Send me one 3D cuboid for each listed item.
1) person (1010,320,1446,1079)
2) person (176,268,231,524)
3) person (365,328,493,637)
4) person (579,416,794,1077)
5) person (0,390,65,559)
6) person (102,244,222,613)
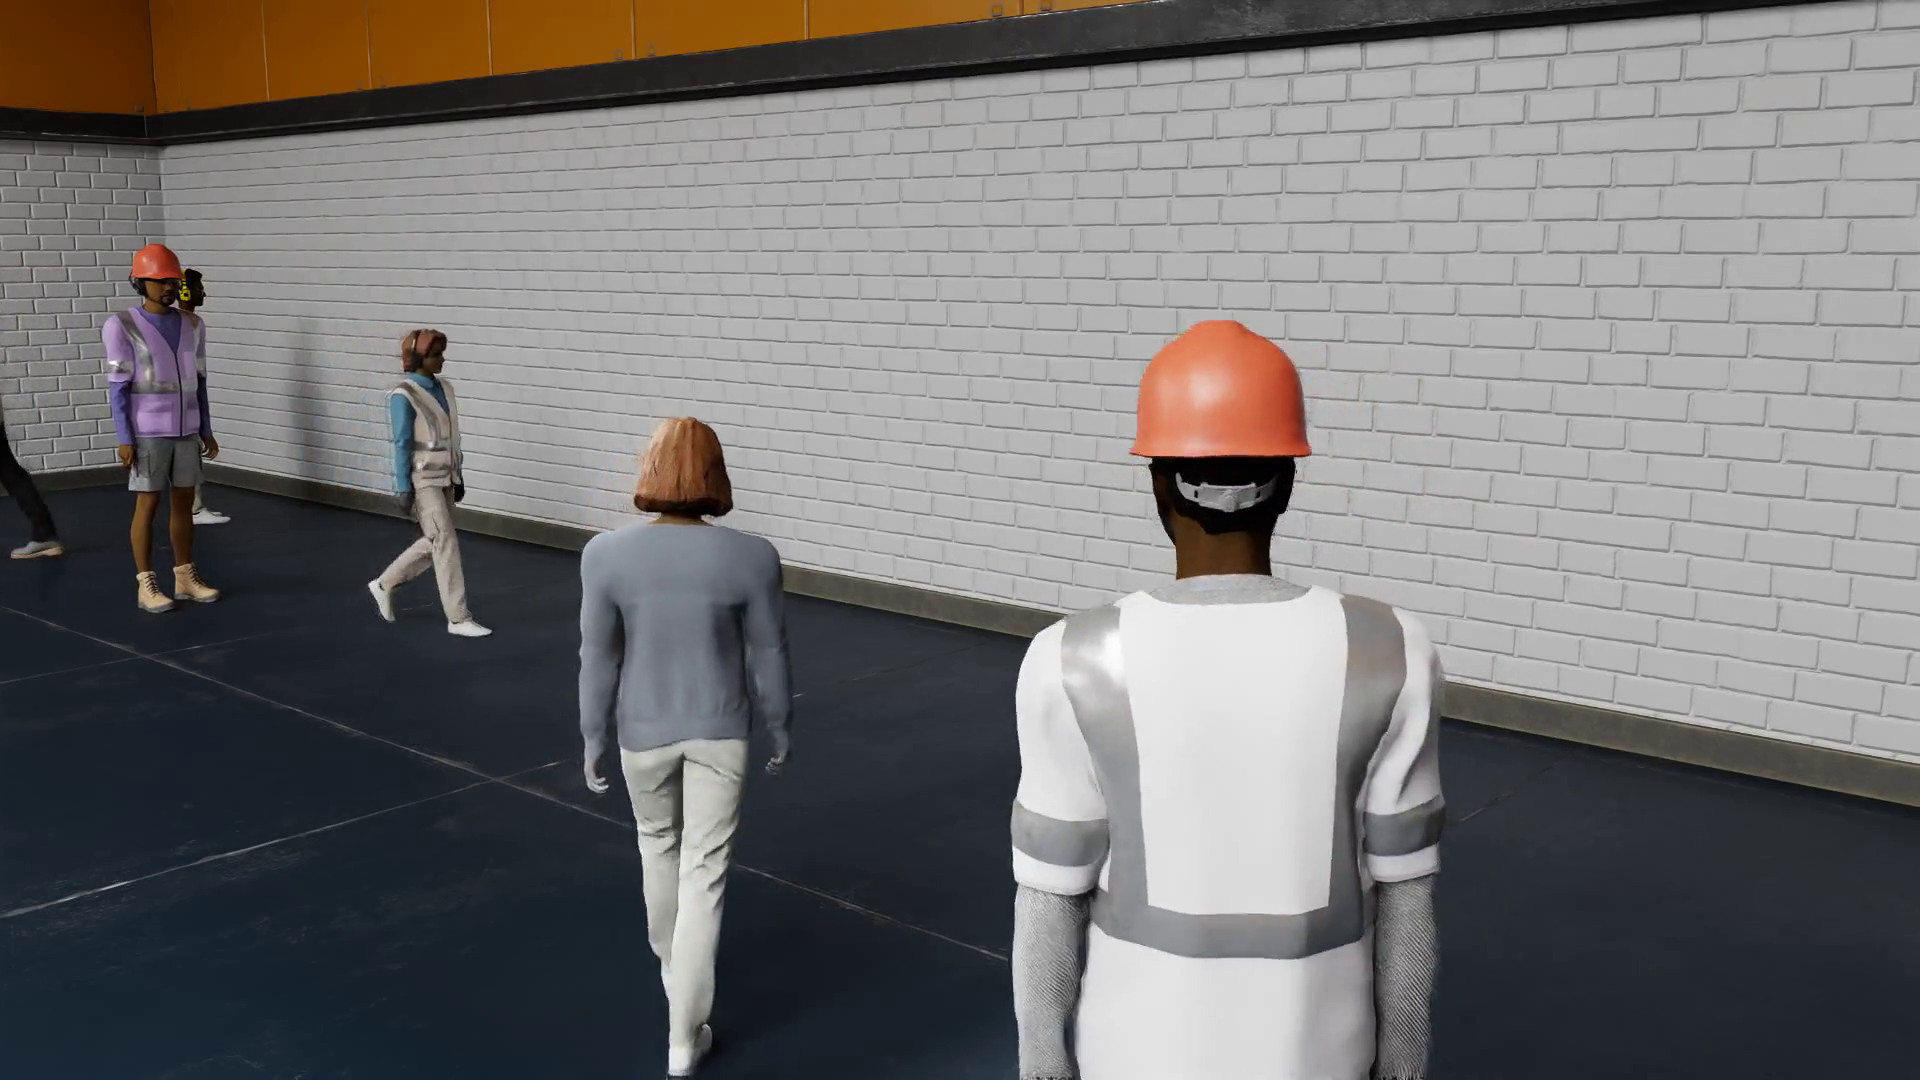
[{"bbox_3d":[0.351,0.681,2.216,0.563,1.934,0.444,1,10,3],"label":"person"},{"bbox_3d":[-5.650,-1.052,12.252,0.332,1.874,0.520,-6,12,-31],"label":"person"},{"bbox_3d":[-2.818,-0.300,8.691,0.719,1.613,0.522,2,10,11],"label":"person"},{"bbox_3d":[-0.680,0.482,4.269,0.518,1.596,0.773,0,10,0],"label":"person"},{"bbox_3d":[-6.356,-0.794,10.612,1.056,1.933,0.614,-3,10,-17],"label":"person"},{"bbox_3d":[-4.439,-0.625,9.334,0.396,2.042,0.610,5,11,28],"label":"person"}]
